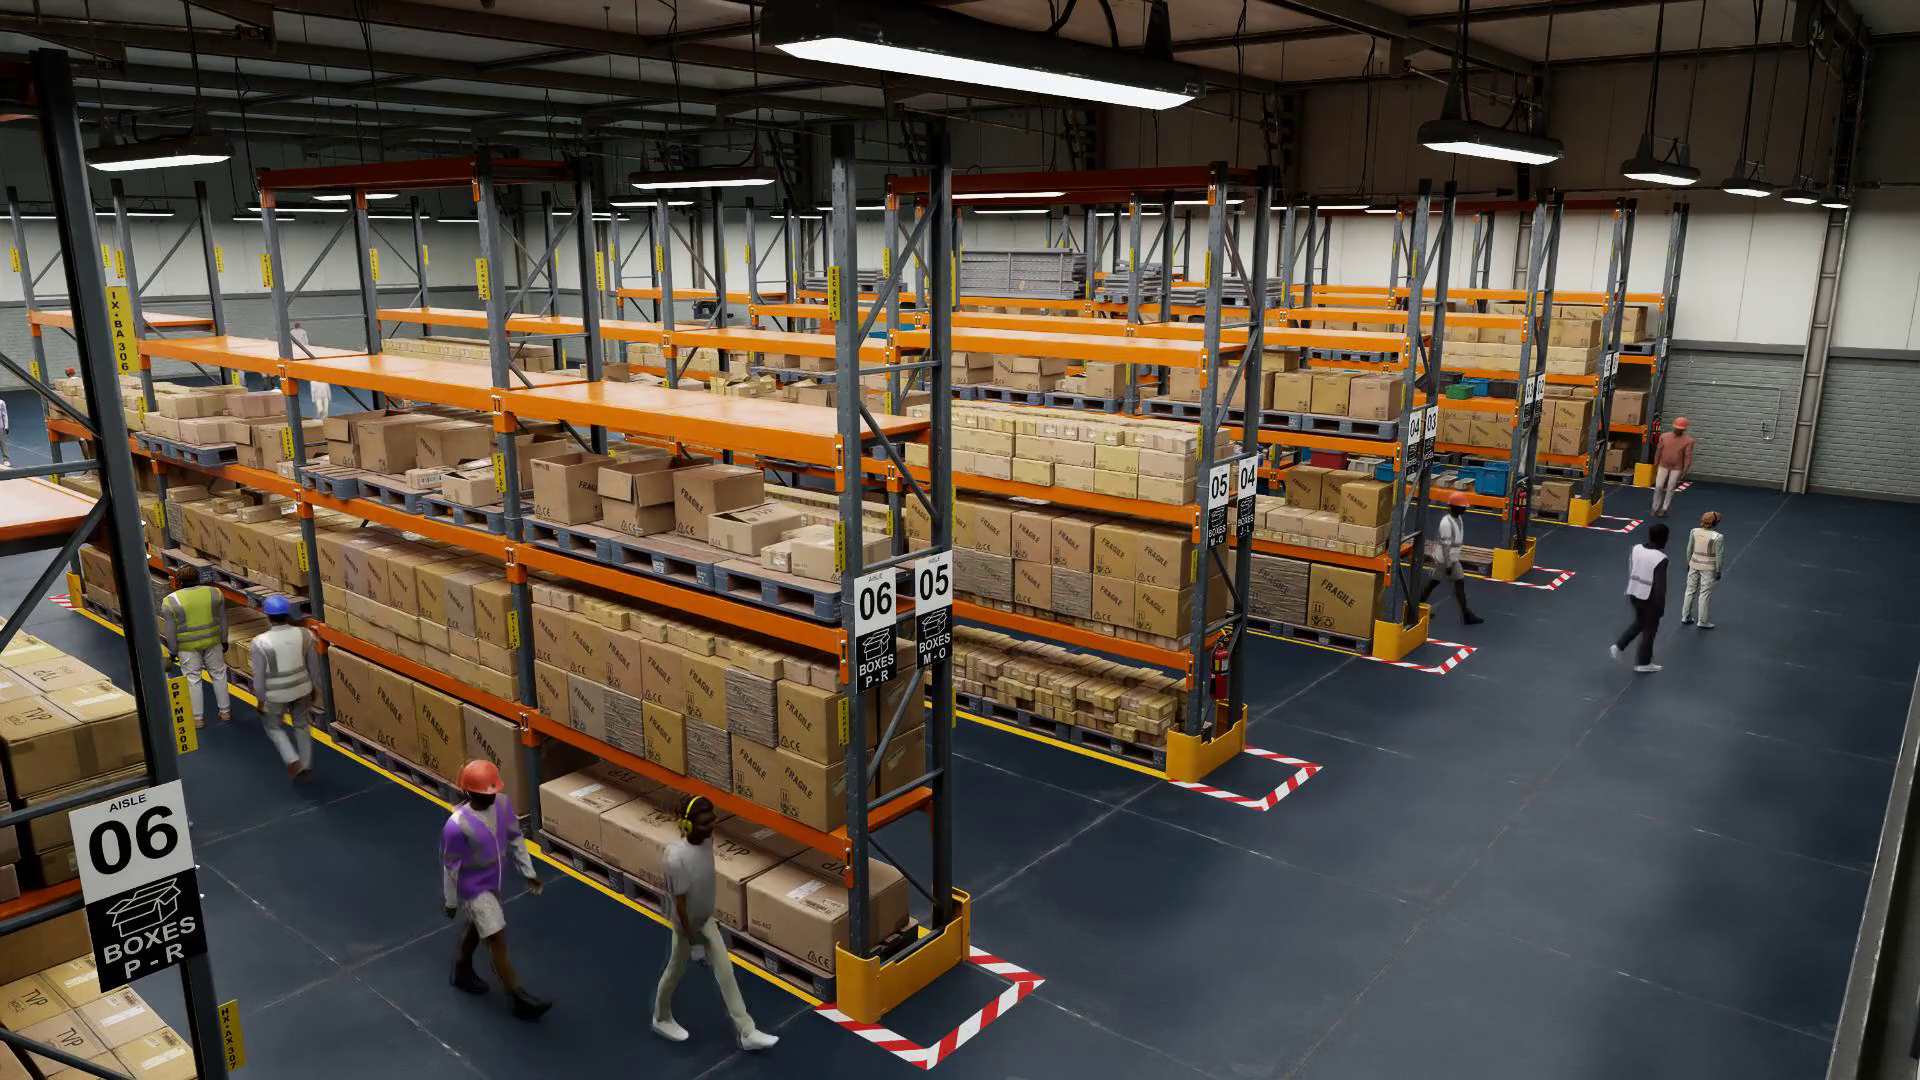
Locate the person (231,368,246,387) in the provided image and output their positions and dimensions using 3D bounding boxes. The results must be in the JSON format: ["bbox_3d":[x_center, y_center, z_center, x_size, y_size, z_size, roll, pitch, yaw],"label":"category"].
[{"bbox_3d":[-20.270,-4.106,35.536,0.815,1.908,0.651,4,14,16],"label":"person"}]

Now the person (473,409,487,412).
[{"bbox_3d":[-13.370,-3.904,35.145,0.322,1.699,0.536,12,18,40],"label":"person"}]

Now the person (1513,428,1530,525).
[{"bbox_3d":[10.528,-1.252,23.663,0.433,1.971,0.635,8,16,30],"label":"person"}]

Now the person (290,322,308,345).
[{"bbox_3d":[-26.685,-7.842,50.913,0.642,1.909,0.399,-3,14,-13],"label":"person"}]

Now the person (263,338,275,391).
[{"bbox_3d":[-23.598,-5.906,42.923,0.560,1.918,0.499,-3,14,-14],"label":"person"}]

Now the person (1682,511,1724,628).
[{"bbox_3d":[10.363,0.404,17.551,0.306,1.639,0.524,-6,15,-22],"label":"person"}]

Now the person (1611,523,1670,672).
[{"bbox_3d":[8.555,0.714,15.730,0.530,1.902,0.622,-2,14,-8],"label":"person"}]

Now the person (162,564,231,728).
[{"bbox_3d":[-8.473,1.163,14.008,0.429,1.844,0.626,12,18,41],"label":"person"}]

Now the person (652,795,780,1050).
[{"bbox_3d":[-1.705,2.551,8.345,0.988,1.814,0.503,6,15,25],"label":"person"}]

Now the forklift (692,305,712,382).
[{"bbox_3d":[-9.511,-7.392,47.124,1.873,2.768,1.129,11,17,38],"label":"forklift"}]

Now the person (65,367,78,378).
[{"bbox_3d":[-23.942,-3.745,34.108,0.352,1.883,0.576,-1,14,-3],"label":"person"}]

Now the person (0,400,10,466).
[{"bbox_3d":[-22.744,-2.676,29.634,0.585,1.920,0.373,-6,15,-22],"label":"person"}]

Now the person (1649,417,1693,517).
[{"bbox_3d":[13.681,-1.386,24.237,0.633,1.957,0.740,9,17,34],"label":"person"}]

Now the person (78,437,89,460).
[{"bbox_3d":[-20.560,-2.684,29.416,0.392,2.040,0.611,1,14,4],"label":"person"}]

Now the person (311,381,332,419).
[{"bbox_3d":[-18.033,-3.973,35.594,0.366,1.618,0.530,12,18,39],"label":"person"}]

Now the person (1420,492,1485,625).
[{"bbox_3d":[6.901,0.250,17.686,0.561,1.879,1.017,-13,19,-43],"label":"person"}]

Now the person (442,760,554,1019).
[{"bbox_3d":[-3.310,2.404,8.834,0.986,1.885,0.554,5,14,19],"label":"person"}]

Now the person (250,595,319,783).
[{"bbox_3d":[-6.670,1.486,12.485,0.426,1.932,0.635,10,17,36],"label":"person"}]

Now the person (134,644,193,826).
[{"bbox_3d":[-7.488,1.810,11.640,0.661,1.711,0.606,0,14,-1],"label":"person"}]

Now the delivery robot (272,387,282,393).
[{"bbox_3d":[-22.038,-4.684,40.622,0.707,0.478,0.477,3,14,16],"label":"delivery robot"}]

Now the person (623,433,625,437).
[{"bbox_3d":[-8.968,-3.488,33.657,0.505,1.600,0.832,-9,16,-33],"label":"person"}]

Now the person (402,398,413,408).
[{"bbox_3d":[-12.053,-2.181,27.619,0.642,1.913,0.408,-5,14,-19],"label":"person"}]
